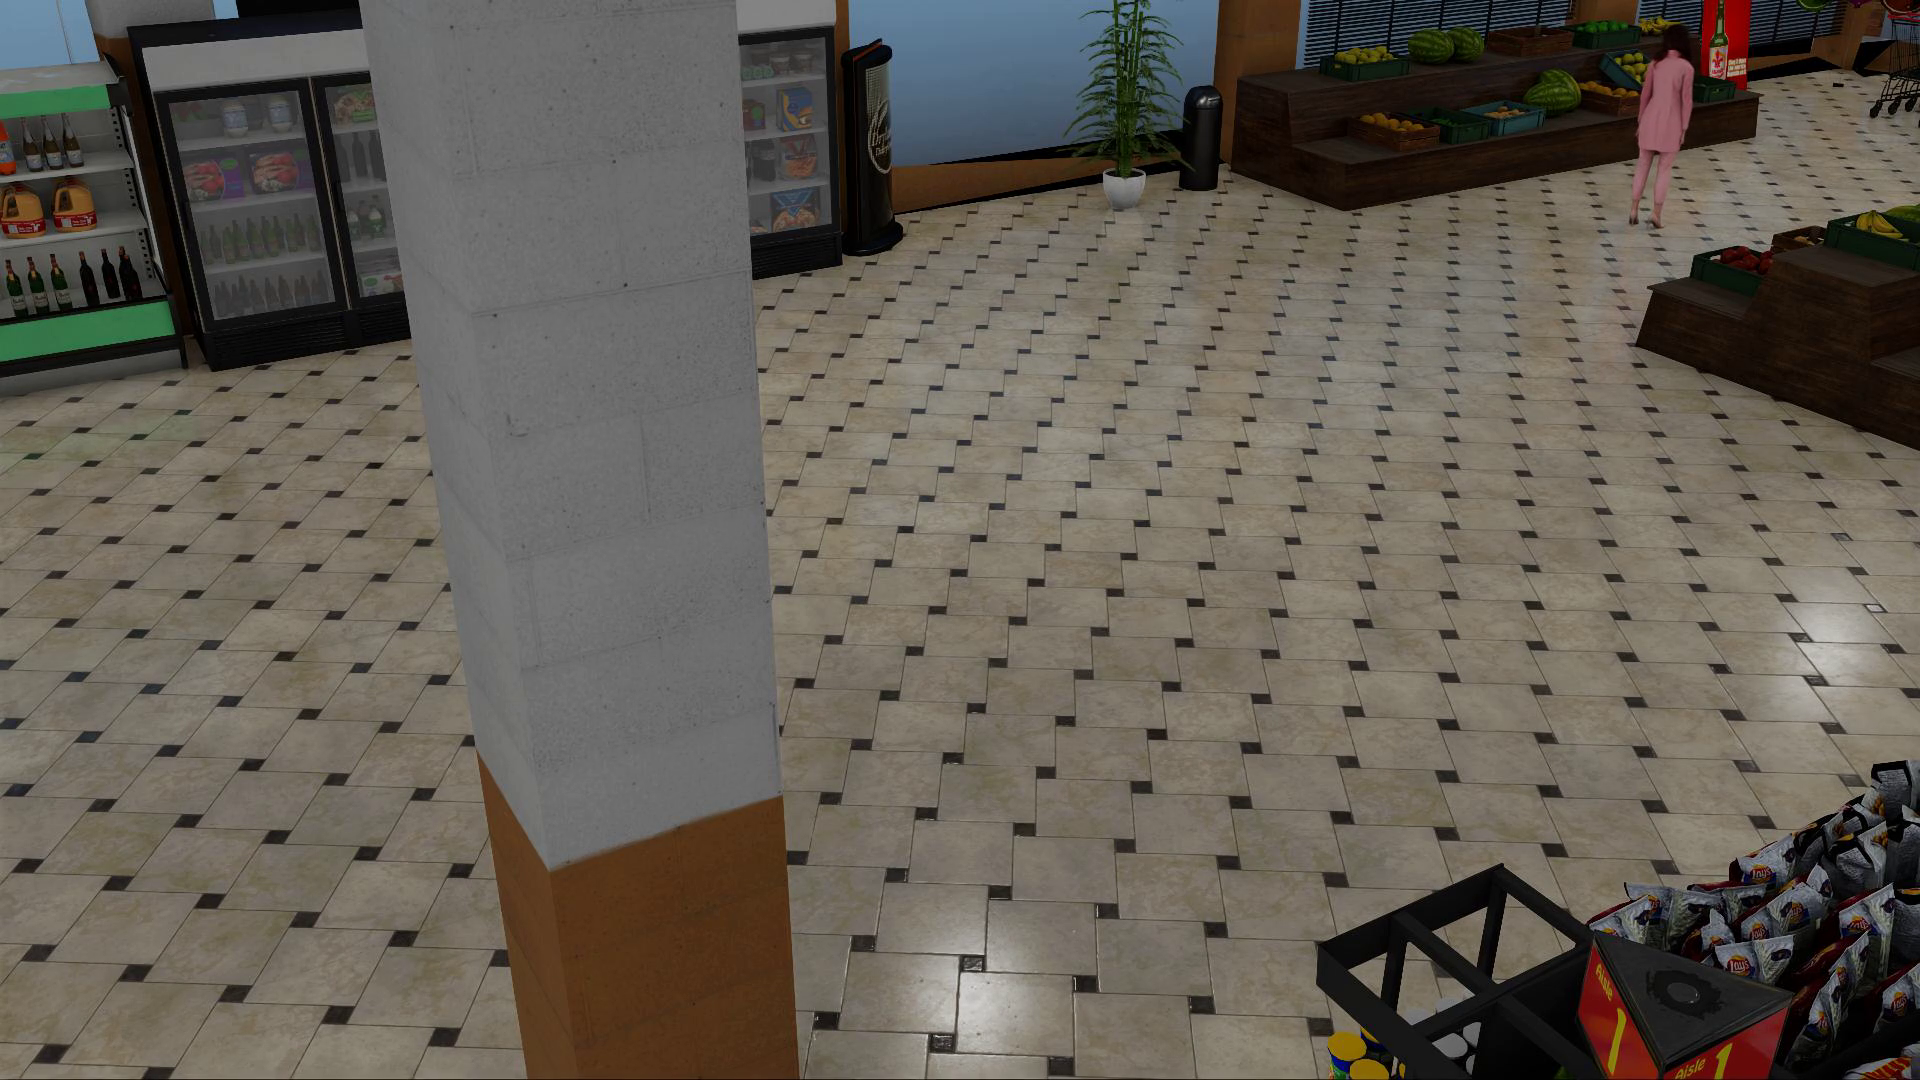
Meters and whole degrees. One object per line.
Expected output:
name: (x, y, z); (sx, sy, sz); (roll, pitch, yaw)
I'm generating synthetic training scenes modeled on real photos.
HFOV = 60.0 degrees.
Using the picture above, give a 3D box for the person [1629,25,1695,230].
person: (6.321, -3.711, 15.005); (0.668, 1.791, 0.626); (23, 35, 37)
